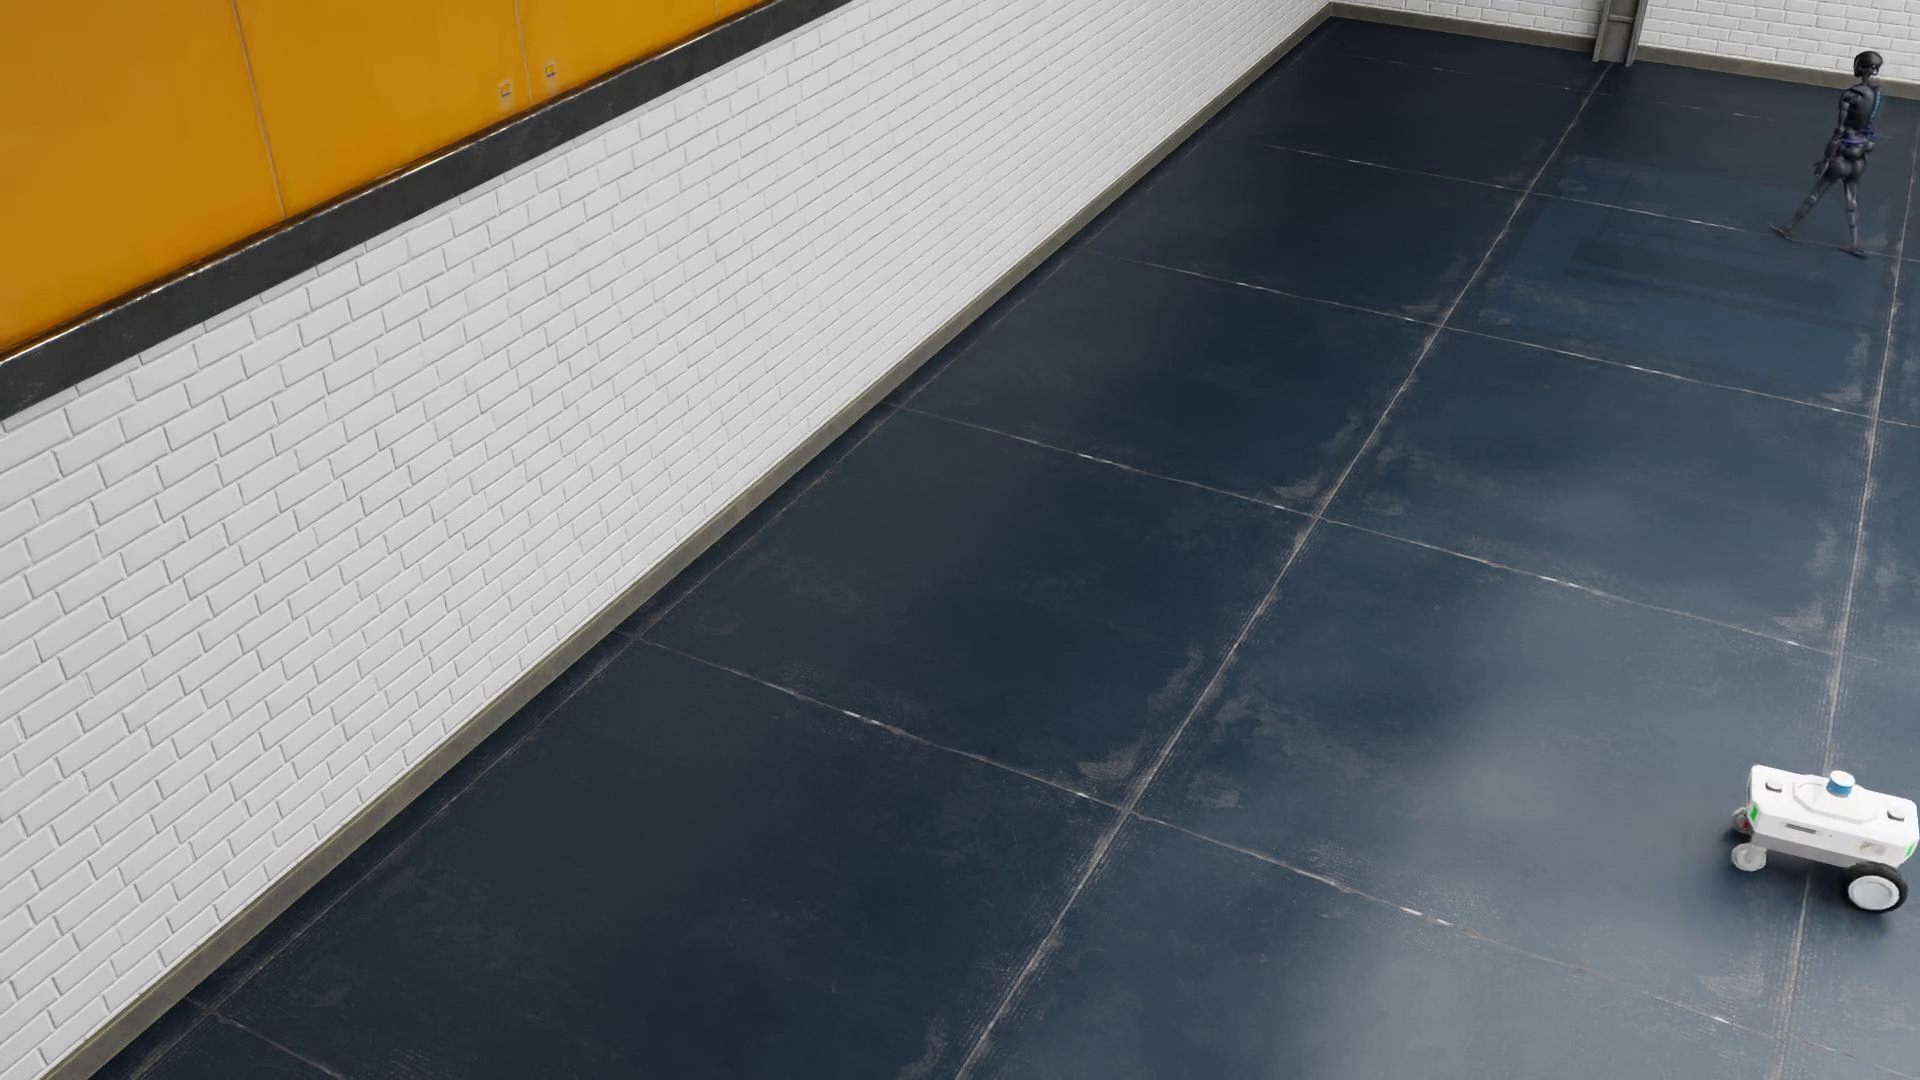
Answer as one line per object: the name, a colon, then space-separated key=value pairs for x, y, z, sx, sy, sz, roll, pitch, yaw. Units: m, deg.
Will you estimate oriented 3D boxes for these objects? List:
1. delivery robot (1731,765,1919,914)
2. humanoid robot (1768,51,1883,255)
delivery robot: x=4.036 y=1.331 z=7.733 sx=0.773 sy=0.586 sz=0.499 roll=13 pitch=36 yaw=18
humanoid robot: x=7.141 y=-3.128 z=13.412 sx=0.609 sy=1.620 sz=0.791 roll=-23 pitch=40 yaw=-30
